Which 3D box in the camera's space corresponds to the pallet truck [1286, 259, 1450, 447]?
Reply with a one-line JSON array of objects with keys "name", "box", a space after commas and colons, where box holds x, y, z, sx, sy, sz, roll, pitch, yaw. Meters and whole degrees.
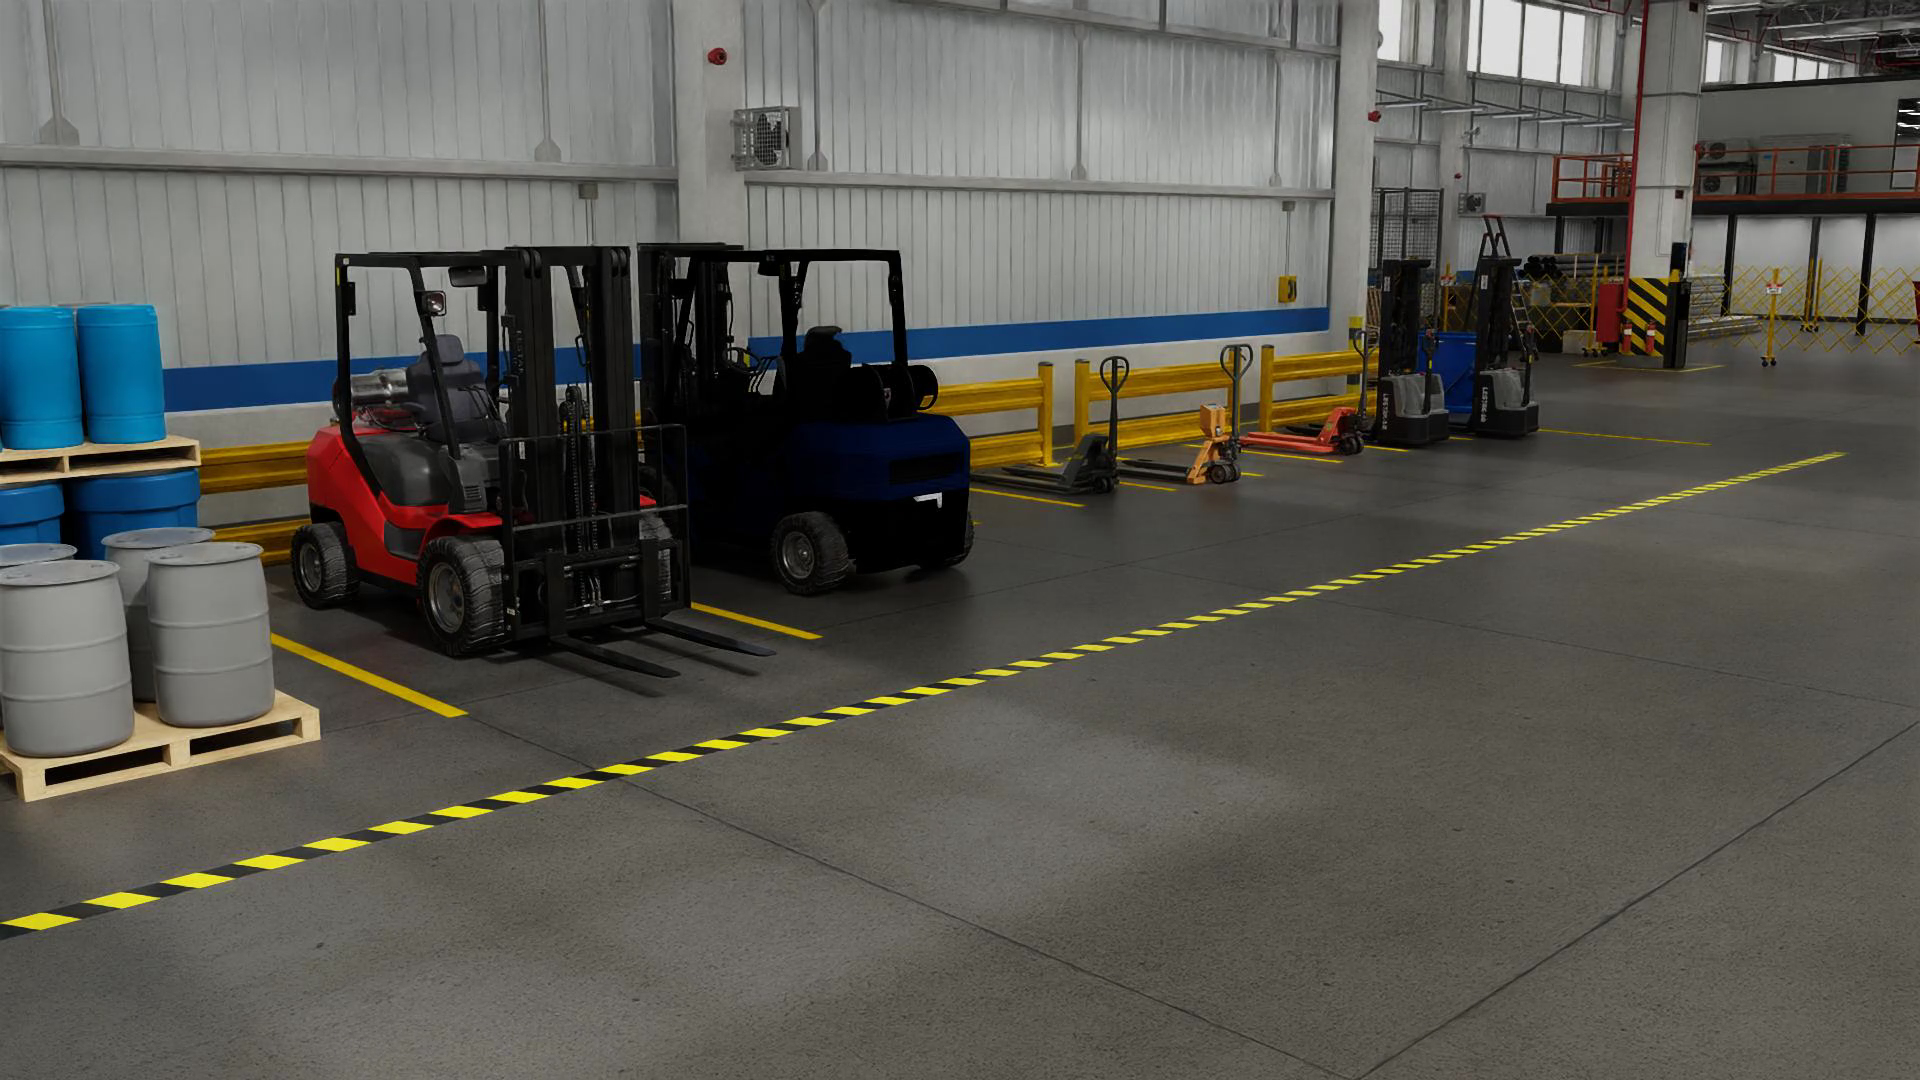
[{"name": "pallet truck", "box": [4.493, -2.078, 18.196, 0.823, 1.965, 1.885, -9, 14, -40]}]

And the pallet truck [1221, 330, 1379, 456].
[{"name": "pallet truck", "box": [3.563, -1.581, 17.381, 0.653, 1.274, 1.630, -10, 14, -44]}]

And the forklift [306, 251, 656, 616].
[{"name": "forklift", "box": [-2.833, -0.669, 9.694, 1.157, 1.987, 2.680, -10, 14, -44]}]

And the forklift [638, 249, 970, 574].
[{"name": "forklift", "box": [-1.173, -0.958, 11.239, 2.680, 1.987, 1.157, 10, 14, 43]}]

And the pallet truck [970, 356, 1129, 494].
[{"name": "pallet truck", "box": [0.784, -1.085, 14.876, 0.680, 1.201, 1.601, -10, 14, -44]}]

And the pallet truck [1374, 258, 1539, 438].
[{"name": "pallet truck", "box": [5.704, -2.208, 18.901, 1.885, 1.965, 0.823, 10, 14, 43]}]

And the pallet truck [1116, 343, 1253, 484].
[{"name": "pallet truck", "box": [1.962, -1.215, 15.415, 1.522, 1.261, 0.704, 10, 14, 43]}]
